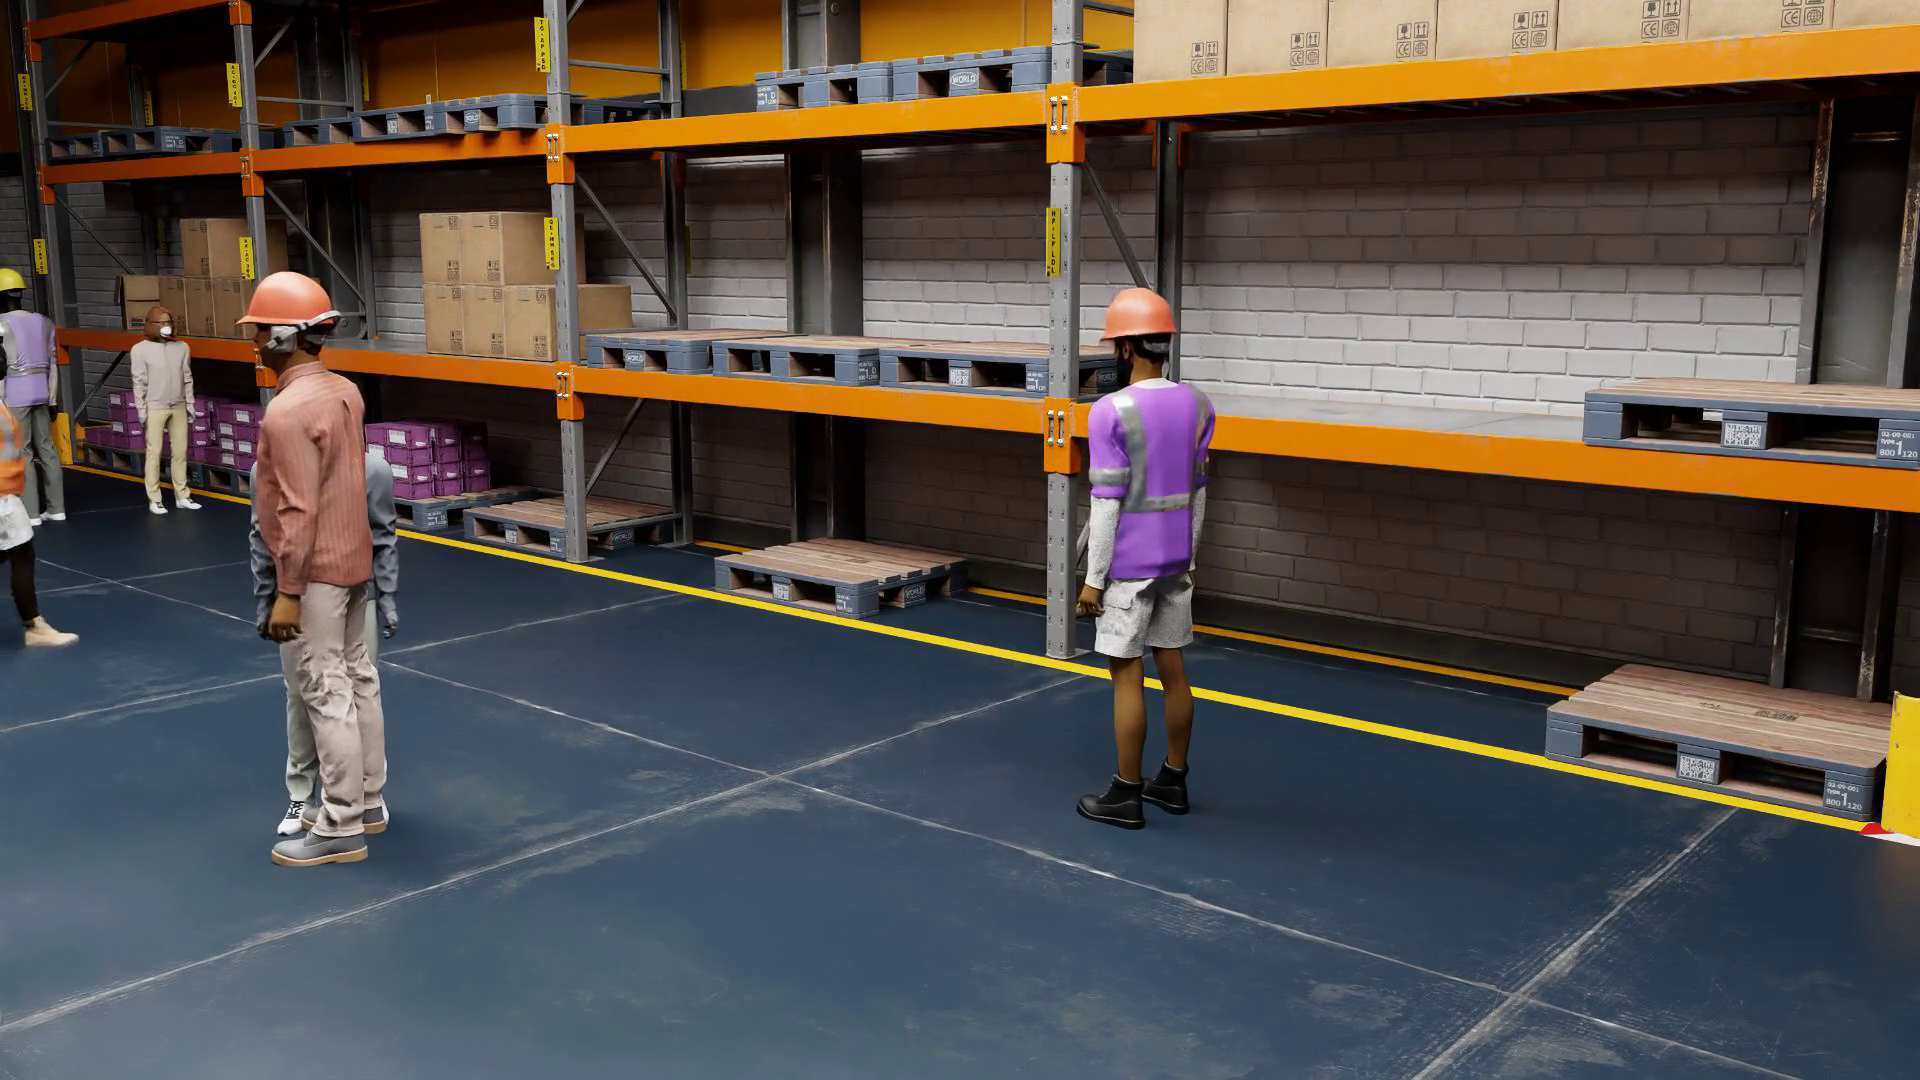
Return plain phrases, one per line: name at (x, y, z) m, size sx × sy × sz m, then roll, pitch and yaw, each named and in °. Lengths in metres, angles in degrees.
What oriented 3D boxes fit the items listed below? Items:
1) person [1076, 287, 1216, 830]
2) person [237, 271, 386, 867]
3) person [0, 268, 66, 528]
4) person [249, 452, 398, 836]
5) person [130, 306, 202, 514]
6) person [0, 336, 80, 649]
person at (0.646, 0.071, 5.977) m, size 0.544 × 1.937 × 0.358 m, roll -8°, pitch 13°, yaw -37°
person at (-2.185, 0.101, 5.630) m, size 0.383 × 1.996 × 0.609 m, roll 0°, pitch 10°, yaw -1°
person at (-6.990, -1.049, 12.383) m, size 0.385 × 1.922 × 0.594 m, roll 3°, pitch 10°, yaw 17°
person at (-2.250, 0.232, 5.918) m, size 0.497 × 1.633 × 0.283 m, roll -2°, pitch 10°, yaw -12°
person at (-6.244, -1.018, 13.064) m, size 0.284 × 1.626 × 0.492 m, roll 6°, pitch 12°, yaw 31°
person at (-5.022, -0.243, 8.504) m, size 0.739 × 1.669 × 0.534 m, roll -4°, pitch 11°, yaw -24°
